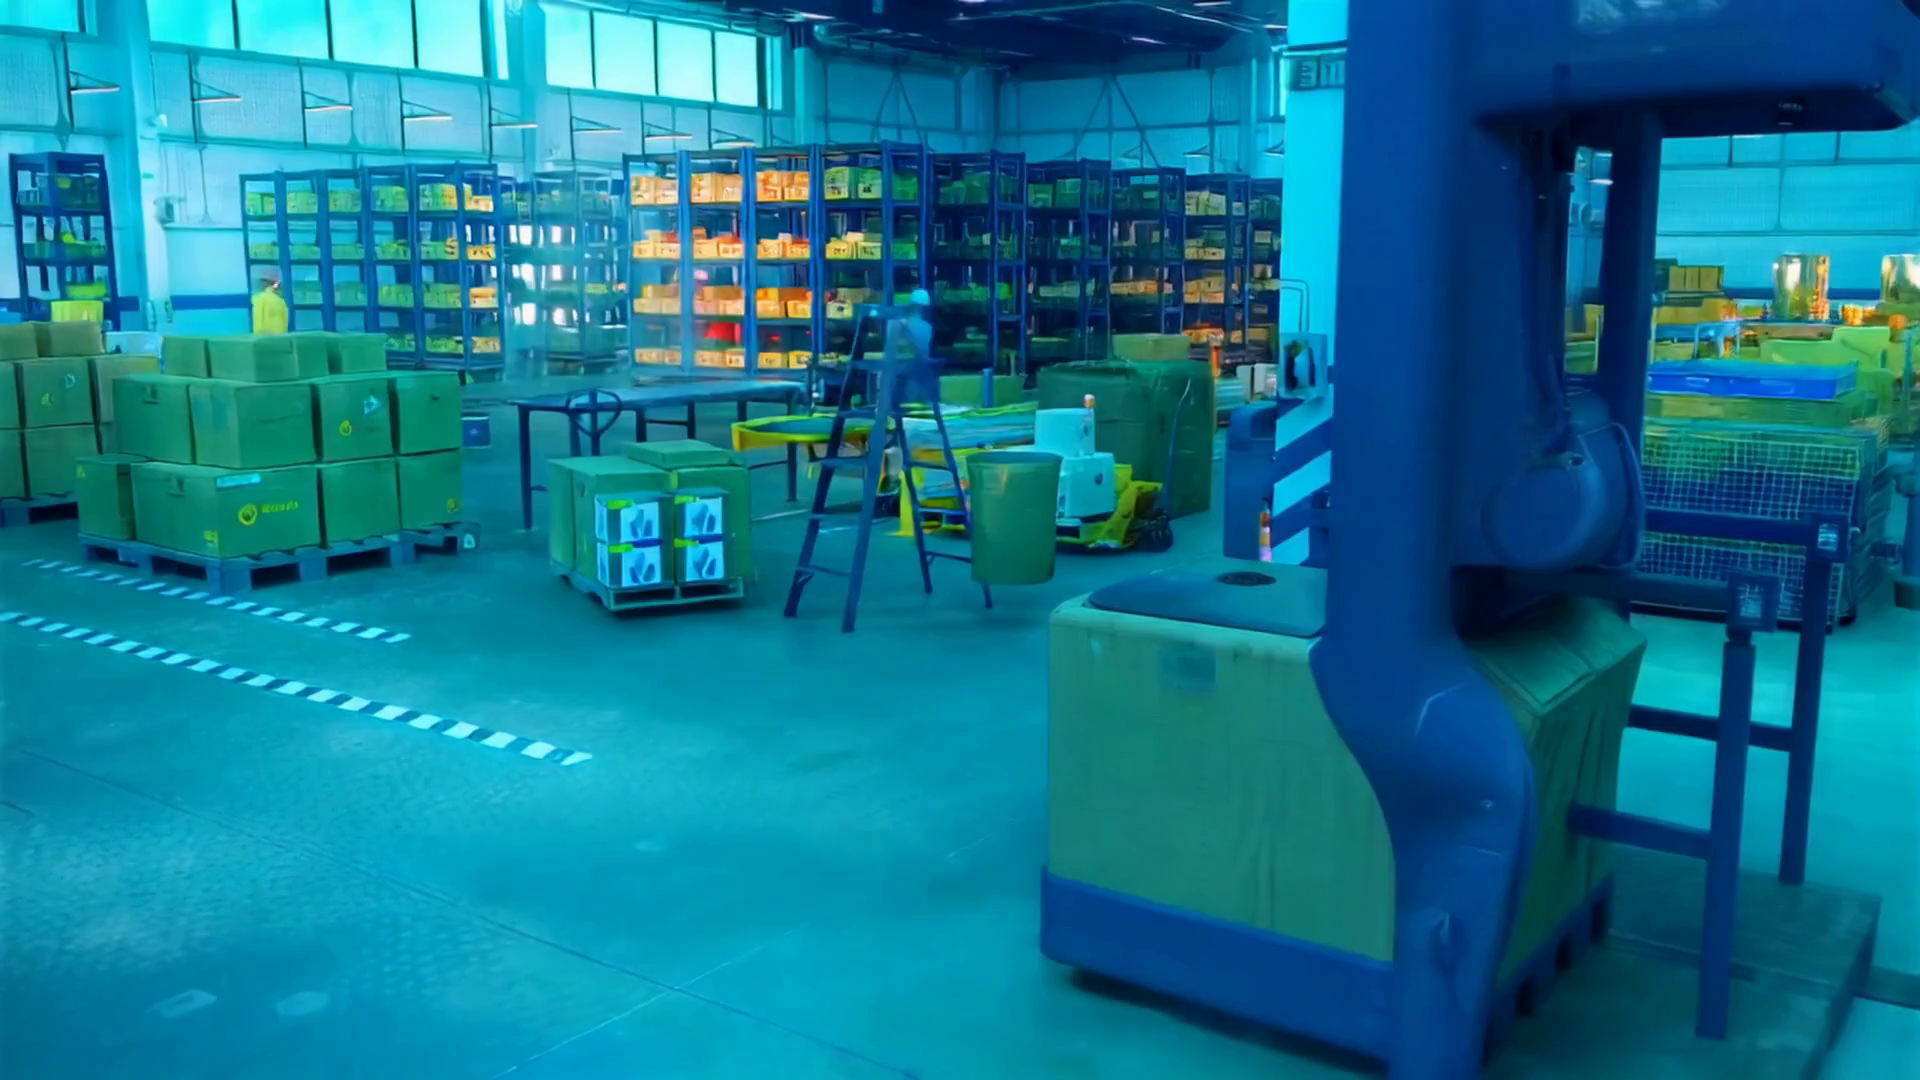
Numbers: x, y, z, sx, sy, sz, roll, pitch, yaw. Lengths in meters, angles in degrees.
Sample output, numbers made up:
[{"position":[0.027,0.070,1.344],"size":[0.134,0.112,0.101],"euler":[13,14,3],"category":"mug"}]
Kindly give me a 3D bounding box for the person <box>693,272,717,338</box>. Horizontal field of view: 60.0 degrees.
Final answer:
[{"position":[-4.756,-4.056,30.890],"size":[0.610,1.812,0.666],"euler":[6,11,33],"category":"person"}]

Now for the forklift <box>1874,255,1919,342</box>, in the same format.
[{"position":[22.089,-5.634,38.796],"size":[1.157,1.987,2.680],"euler":[6,11,33],"category":"forklift"}]

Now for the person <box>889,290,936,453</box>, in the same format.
[{"position":[-0.482,-1.770,17.529],"size":[0.536,1.722,0.898],"euler":[9,13,44],"category":"person"}]

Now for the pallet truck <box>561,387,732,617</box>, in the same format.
[{"position":[-1.981,-0.274,10.088],"size":[0.680,1.201,1.601],"euler":[-5,11,-28],"category":"pallet truck"}]

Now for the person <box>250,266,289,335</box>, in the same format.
[{"position":[-8.219,-2.316,20.111],"size":[0.615,1.946,0.995],"euler":[4,10,23],"category":"person"}]

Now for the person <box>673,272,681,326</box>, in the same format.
[{"position":[-5.512,-4.499,33.488],"size":[0.715,1.821,0.581],"euler":[4,10,22],"category":"person"}]

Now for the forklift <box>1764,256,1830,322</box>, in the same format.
[{"position":[20.253,-5.854,40.139],"size":[1.157,1.987,2.680],"euler":[7,12,35],"category":"forklift"}]

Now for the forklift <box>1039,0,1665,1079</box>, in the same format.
[{"position":[1.249,-0.137,4.360],"size":[1.873,2.768,1.129],"euler":[7,12,35],"category":"forklift"}]

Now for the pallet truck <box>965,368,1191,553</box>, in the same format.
[{"position":[0.845,-0.609,11.869],"size":[1.630,1.274,0.653],"euler":[7,12,35],"category":"pallet truck"}]
